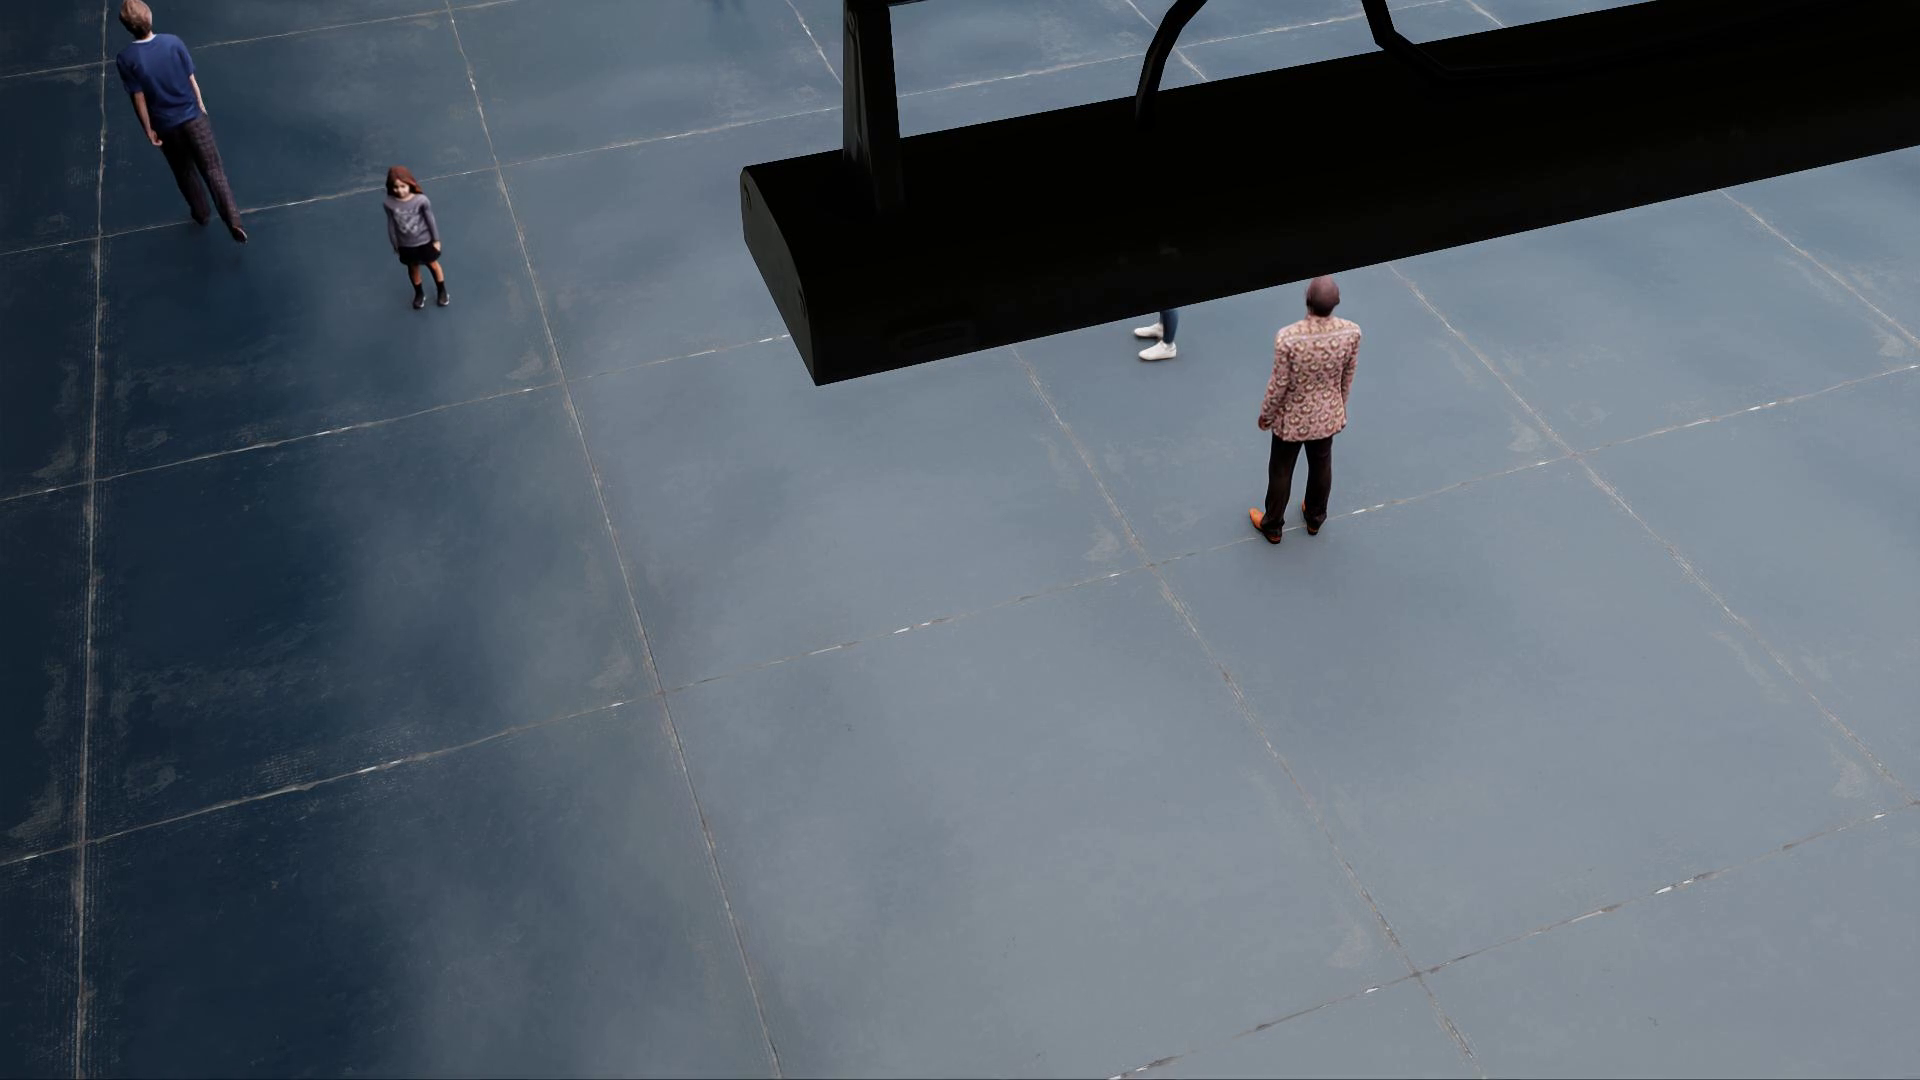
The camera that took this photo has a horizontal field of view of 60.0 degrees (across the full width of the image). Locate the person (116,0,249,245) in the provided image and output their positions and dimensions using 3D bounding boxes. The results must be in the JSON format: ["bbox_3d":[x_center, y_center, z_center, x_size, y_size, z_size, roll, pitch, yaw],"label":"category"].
[{"bbox_3d":[-5.594,-2.974,11.983,0.787,1.848,1.138,-23,48,-23],"label":"person"}]

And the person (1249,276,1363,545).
[{"bbox_3d":[2.002,-0.733,9.612,0.720,1.808,0.650,-7,44,-8],"label":"person"}]

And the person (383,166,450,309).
[{"bbox_3d":[-3.810,-2.134,11.627,0.520,1.105,0.501,-5,43,-6],"label":"person"}]
